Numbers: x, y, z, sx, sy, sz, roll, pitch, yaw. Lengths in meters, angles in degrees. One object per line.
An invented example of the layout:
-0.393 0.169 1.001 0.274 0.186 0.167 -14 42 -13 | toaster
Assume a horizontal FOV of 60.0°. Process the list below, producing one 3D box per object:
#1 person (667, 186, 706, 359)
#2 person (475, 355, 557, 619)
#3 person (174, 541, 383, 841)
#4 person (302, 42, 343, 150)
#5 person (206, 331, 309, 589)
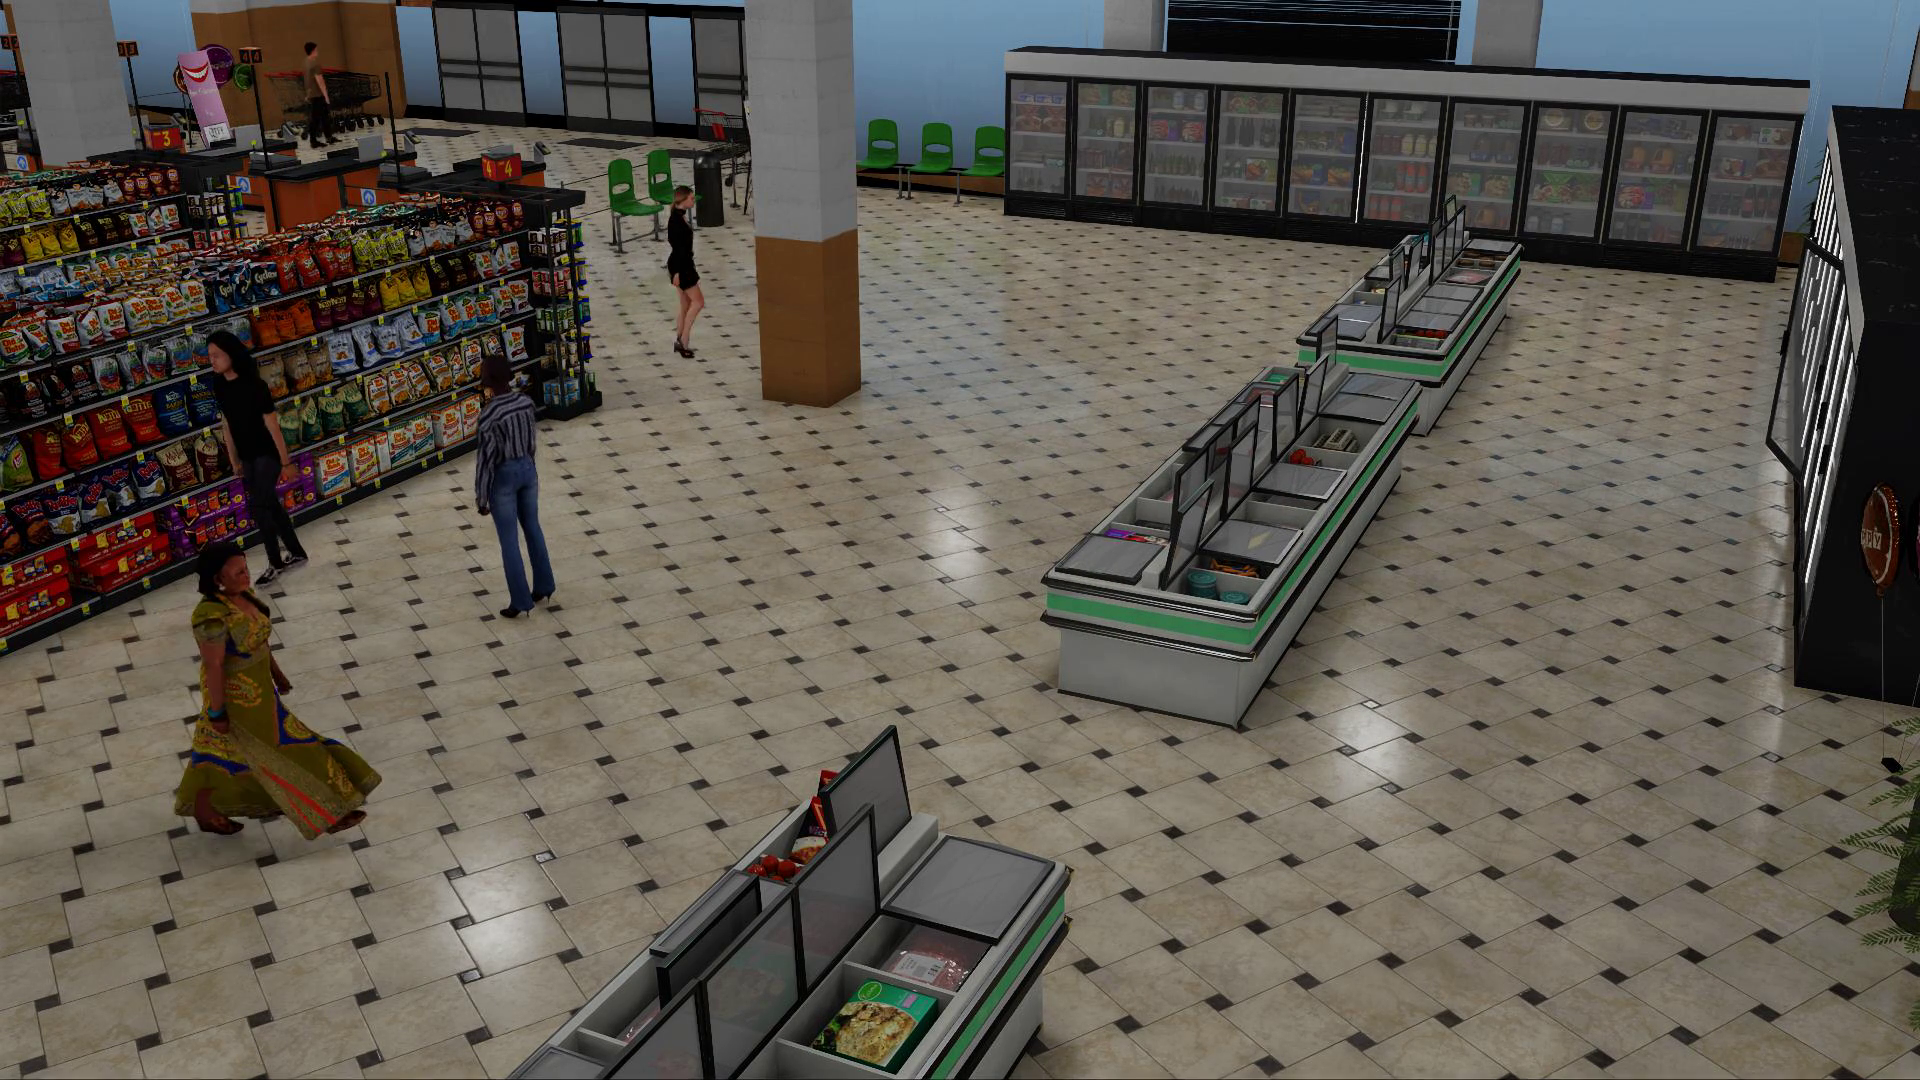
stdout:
-2.874 -2.672 16.722 0.768 1.753 0.680 -1 22 -4 | person
-2.907 -0.339 10.870 0.719 1.788 0.499 13 25 28 | person
-3.662 0.801 8.279 1.223 1.604 1.344 -2 22 -6 | person
-11.567 -7.896 29.617 1.015 1.834 0.902 -17 28 -36 | person
-4.782 -0.594 11.492 0.648 1.797 0.776 11 24 26 | person
